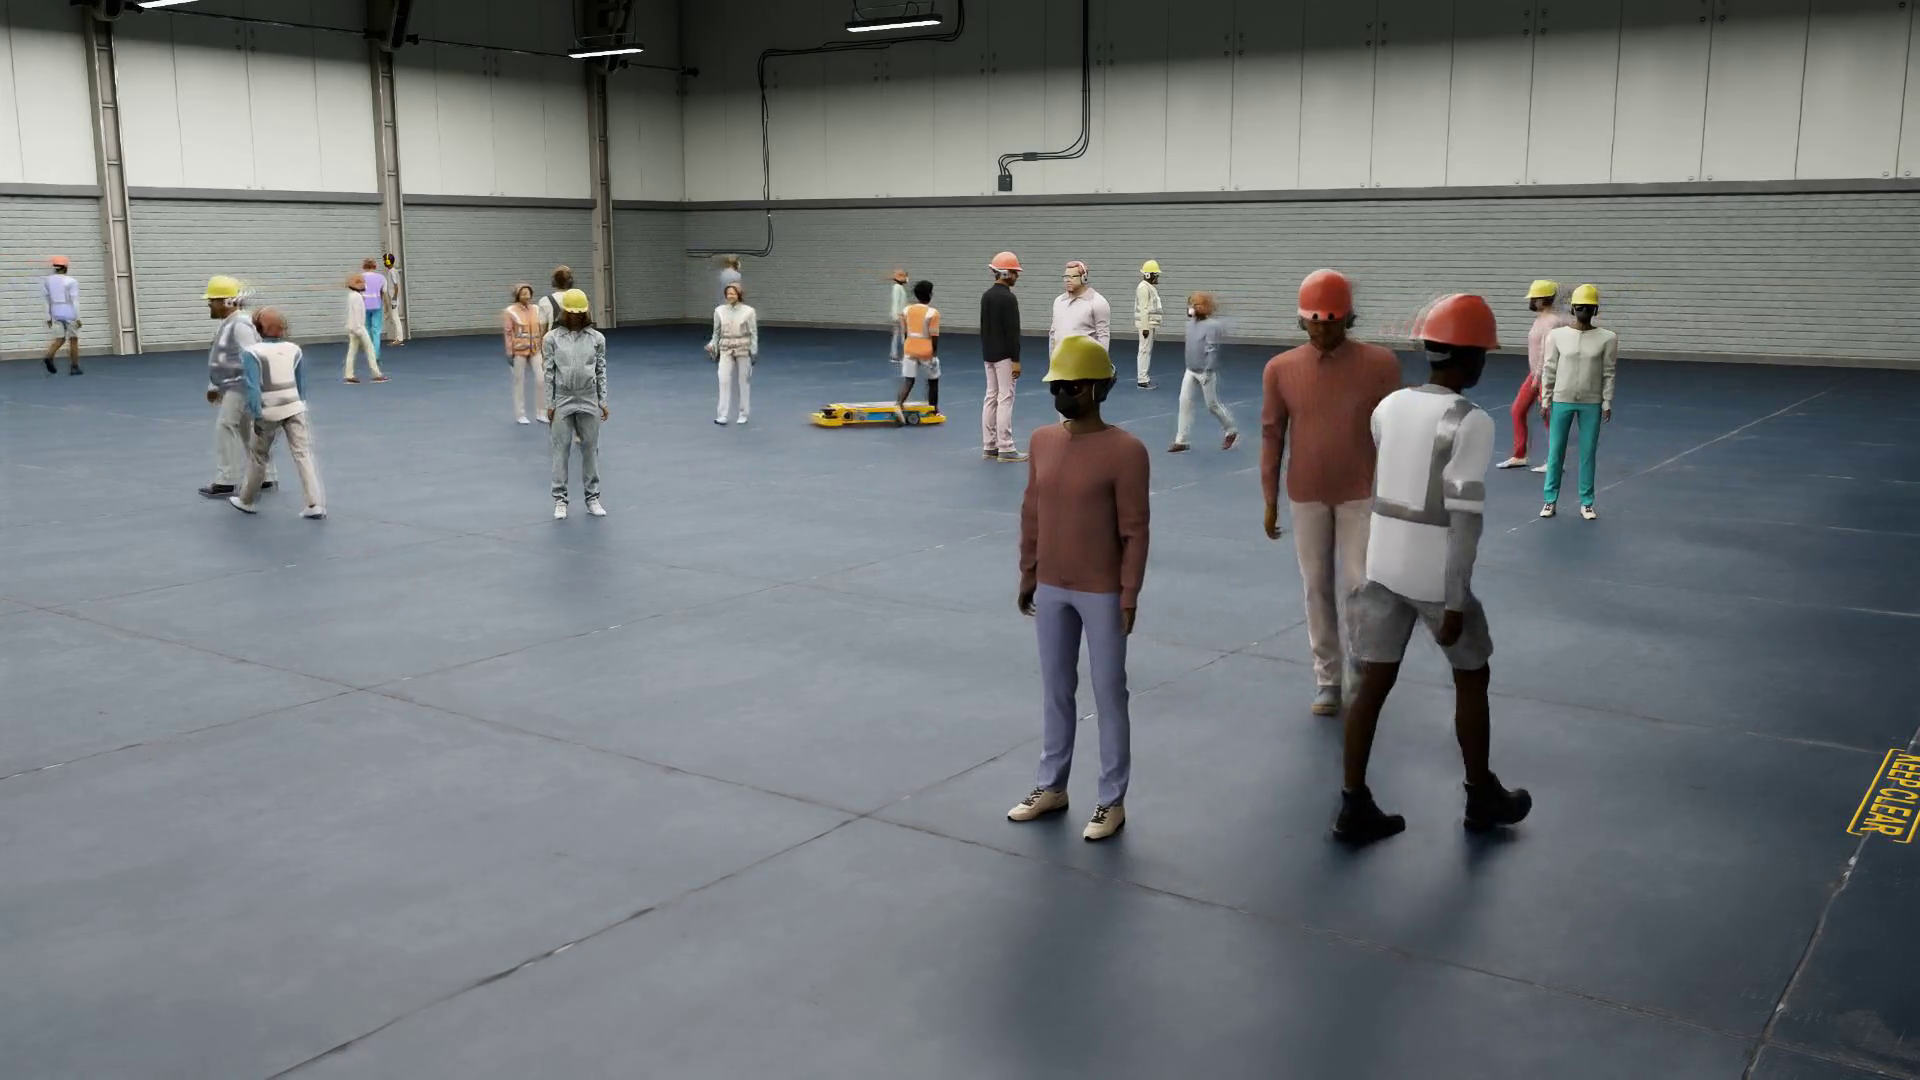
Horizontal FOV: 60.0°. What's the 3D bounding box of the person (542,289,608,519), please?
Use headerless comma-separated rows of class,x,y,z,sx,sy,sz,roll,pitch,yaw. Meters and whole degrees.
person,-2.904,-1.030,12.614,0.484,1.736,0.306,-5,11,-25

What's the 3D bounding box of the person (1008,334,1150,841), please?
person,0.416,0.165,5.833,0.523,1.769,0.320,9,13,40

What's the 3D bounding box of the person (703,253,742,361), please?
person,-4.042,-4.049,29.044,0.855,1.916,0.635,-7,12,-33

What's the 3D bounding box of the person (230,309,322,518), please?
person,-5.209,-0.958,12.629,0.895,1.581,0.523,7,12,35

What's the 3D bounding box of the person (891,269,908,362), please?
person,-0.933,-3.914,29.069,0.629,1.612,0.528,1,10,7

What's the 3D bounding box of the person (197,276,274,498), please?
person,-6.048,-1.251,13.665,0.755,1.802,0.612,-6,12,-32

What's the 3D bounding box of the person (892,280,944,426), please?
person,-0.482,-2.120,18.914,0.528,1.671,0.787,6,12,30

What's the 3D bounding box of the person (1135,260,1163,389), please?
person,2.705,-3.078,23.811,0.404,1.830,0.599,2,10,13

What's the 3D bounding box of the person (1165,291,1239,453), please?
person,2.441,-1.676,16.595,0.790,1.604,0.514,-7,12,-34

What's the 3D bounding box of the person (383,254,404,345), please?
person,-11.581,-4.905,33.955,0.314,1.864,0.532,-4,11,-23

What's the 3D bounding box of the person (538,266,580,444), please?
person,-4.077,-1.902,17.190,0.510,1.844,0.332,0,10,-3

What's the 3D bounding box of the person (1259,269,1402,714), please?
person,1.645,-0.204,7.329,0.661,1.967,0.527,4,11,21

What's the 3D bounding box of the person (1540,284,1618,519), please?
person,4.664,-1.039,12.568,0.525,1.772,0.301,3,11,17

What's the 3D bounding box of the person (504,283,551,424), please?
person,-4.929,-2.116,19.010,0.548,1.614,0.618,-9,13,-41

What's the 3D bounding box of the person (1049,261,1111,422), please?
person,1.076,-1.636,15.531,0.654,1.906,0.408,9,13,41

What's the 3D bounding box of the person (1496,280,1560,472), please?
person,5.177,-1.467,15.050,0.658,1.746,0.527,0,10,-1

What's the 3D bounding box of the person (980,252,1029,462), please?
person,0.409,-1.742,15.882,0.375,1.993,0.617,-5,11,-27

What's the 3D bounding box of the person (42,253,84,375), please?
person,-14.056,-3.514,26.019,0.550,1.920,0.671,1,10,4

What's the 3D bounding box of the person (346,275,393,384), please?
person,-8.810,-3.126,24.689,0.740,1.600,0.529,-6,12,-29

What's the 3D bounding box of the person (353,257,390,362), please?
person,-10.322,-4.041,29.217,0.597,1.820,0.762,-2,10,-12

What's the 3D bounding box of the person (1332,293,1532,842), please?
person,1.686,0.107,5.794,0.883,1.899,0.565,-6,12,-31

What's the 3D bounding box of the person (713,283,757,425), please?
person,-2.585,-2.101,18.931,0.541,1.606,0.758,1,10,8

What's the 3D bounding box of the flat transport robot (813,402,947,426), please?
flat transport robot,-0.927,-1.463,19.140,1.431,0.197,0.652,-3,10,-15
